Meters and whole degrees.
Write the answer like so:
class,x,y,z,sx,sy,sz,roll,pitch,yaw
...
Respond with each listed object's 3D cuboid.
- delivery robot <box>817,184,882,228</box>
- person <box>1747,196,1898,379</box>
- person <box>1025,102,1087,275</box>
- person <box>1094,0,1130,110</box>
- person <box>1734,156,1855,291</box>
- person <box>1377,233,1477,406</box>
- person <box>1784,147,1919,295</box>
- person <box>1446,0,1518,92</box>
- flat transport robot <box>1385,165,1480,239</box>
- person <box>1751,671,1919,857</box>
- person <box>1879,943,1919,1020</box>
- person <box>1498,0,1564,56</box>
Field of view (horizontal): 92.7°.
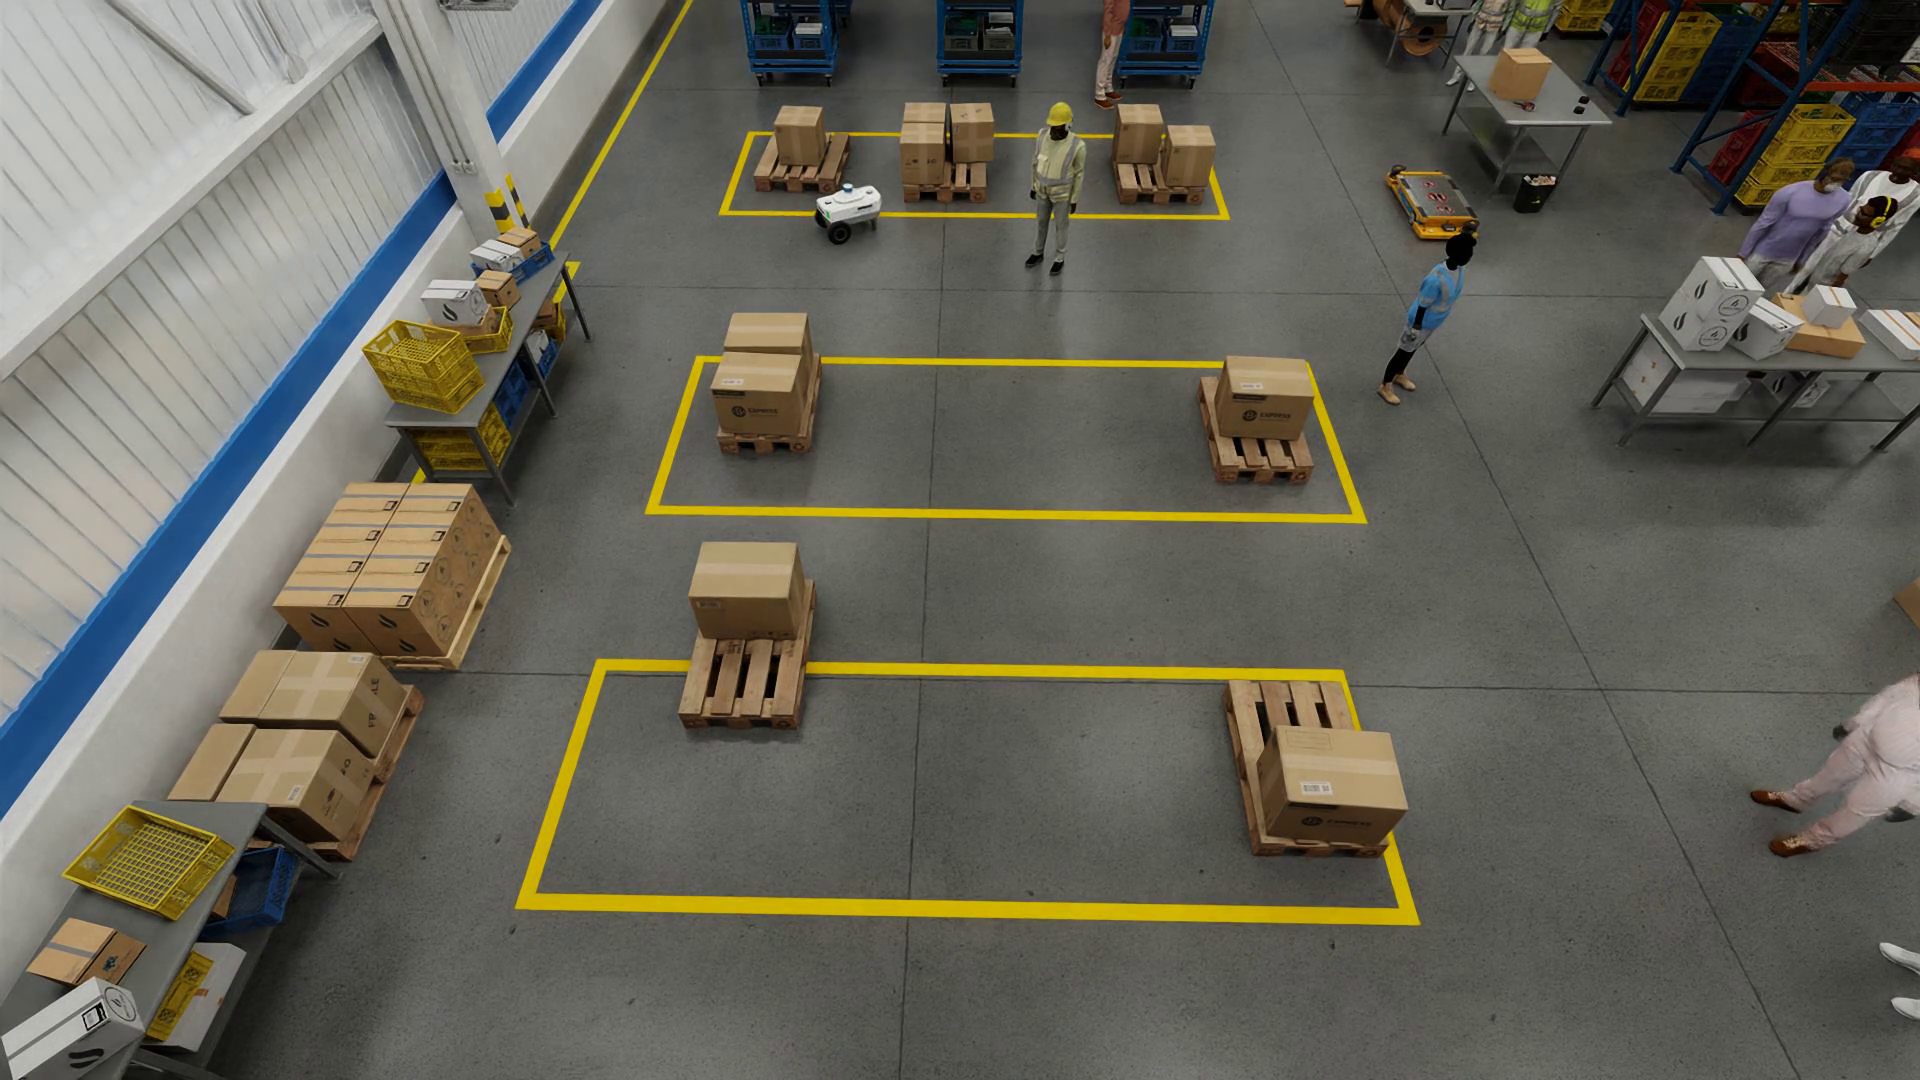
class,x,y,z,sx,sy,sz,roll,pitch,yaw
delivery robot,-1.274,-3.879,10.626,0.707,0.478,0.477,-21,52,-17
person,7.887,-2.295,8.467,0.336,1.856,0.514,21,52,17
person,0.992,-3.694,9.685,0.589,1.834,0.403,26,54,21
person,2.087,-6.911,12.364,0.375,1.997,0.612,22,53,18
person,7.800,-2.741,8.793,0.632,1.940,0.372,7,50,6
person,4.236,-2.004,8.313,0.537,1.696,0.317,-35,58,-27
person,8.741,-2.939,9.007,0.351,1.879,0.569,-24,53,-19
person,7.385,-7.180,12.832,0.515,1.636,0.314,35,58,27
flat transport robot,5.692,-4.094,11.059,0.652,0.197,1.431,1,49,1
person,5.419,1.267,5.359,0.448,1.896,0.651,3,49,3
person,5.640,2.051,4.666,0.398,1.907,0.588,21,52,17
person,7.823,-7.093,12.633,0.629,1.837,0.431,20,52,16
